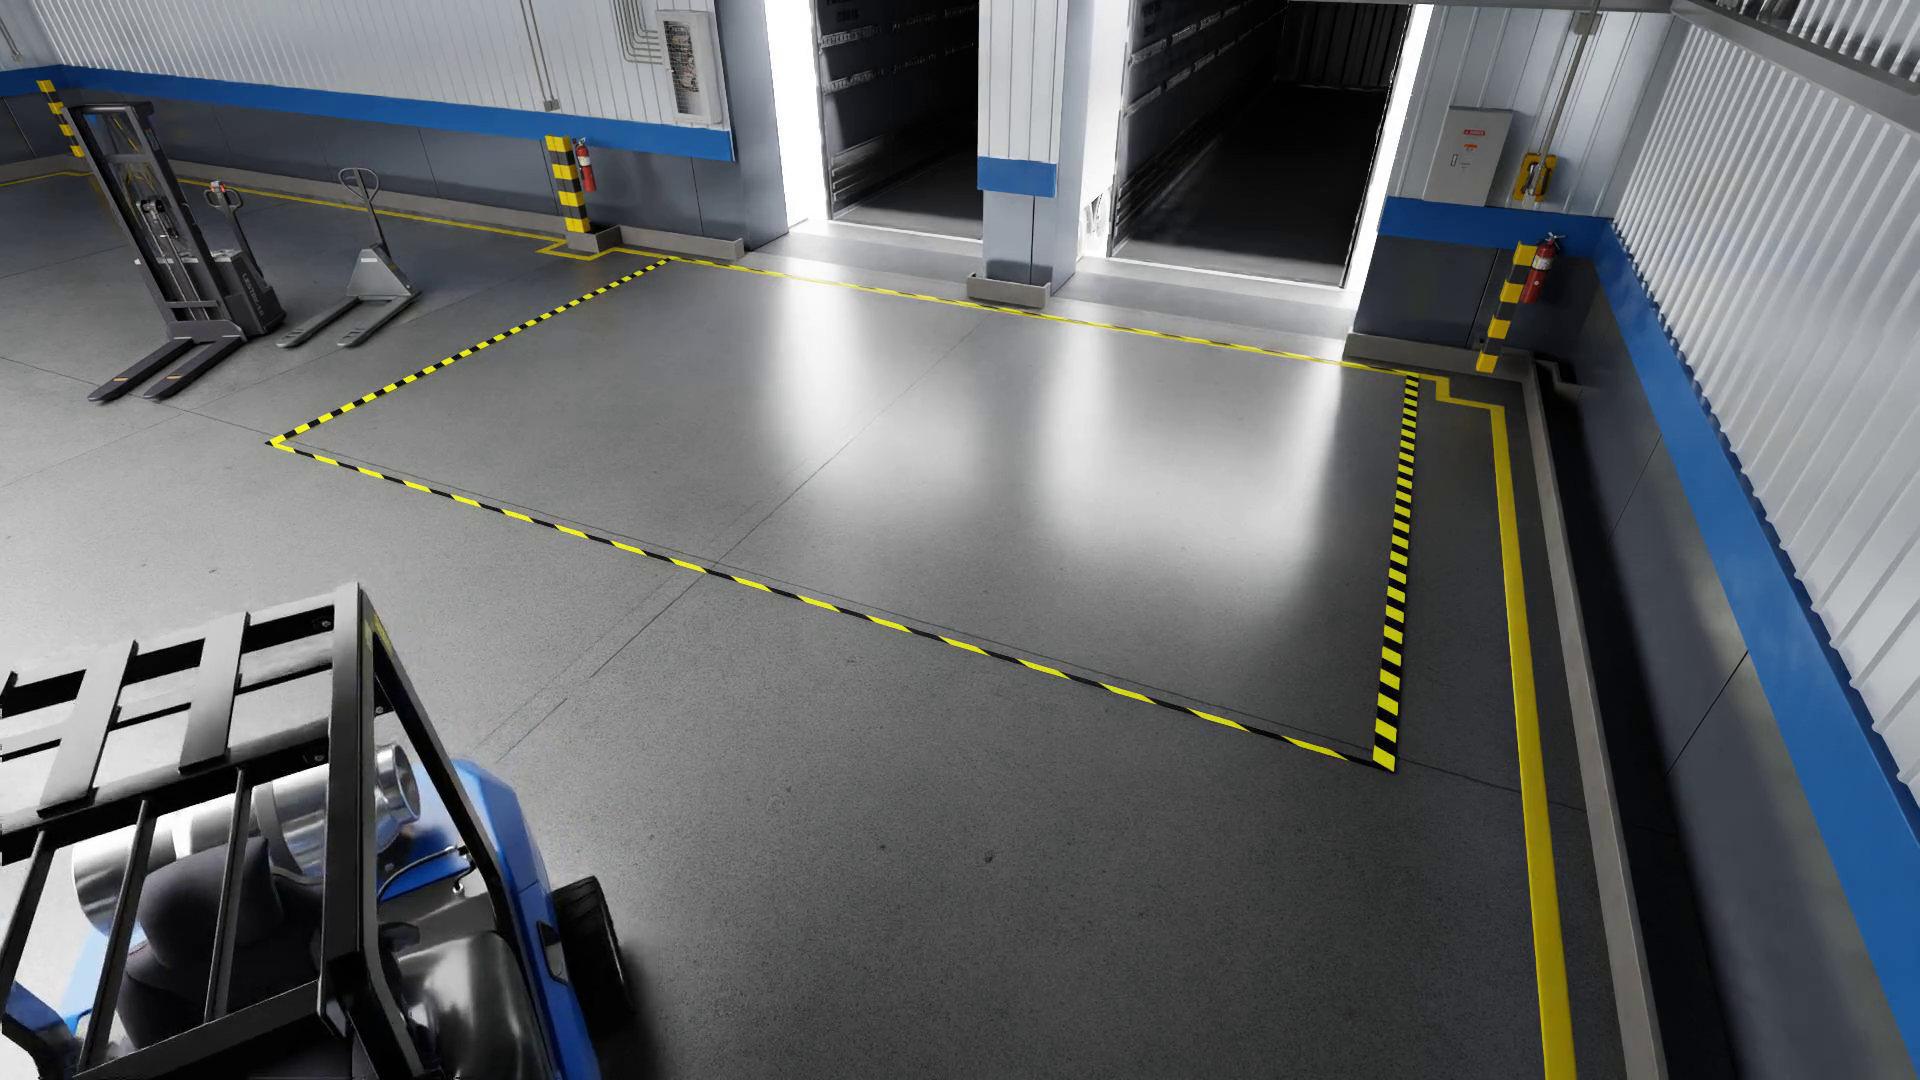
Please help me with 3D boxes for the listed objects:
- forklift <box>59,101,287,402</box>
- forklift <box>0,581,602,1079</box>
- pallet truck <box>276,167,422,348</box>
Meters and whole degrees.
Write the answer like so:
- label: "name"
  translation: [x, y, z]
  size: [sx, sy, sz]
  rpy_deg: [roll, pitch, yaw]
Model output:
- label: "forklift"
  translation: [-6.686, -2.387, 7.434]
  size: [0.823, 1.965, 1.885]
  rpy_deg: [-3, 35, -5]
- label: "forklift"
  translation: [-1.409, 1.310, 1.835]
  size: [1.157, 2.036, 2.680]
  rpy_deg: [-17, 38, -23]
- label: "pallet truck"
  translation: [-5.732, -2.611, 8.414]
  size: [0.680, 1.201, 1.601]
  rpy_deg: [-1, 35, -1]
